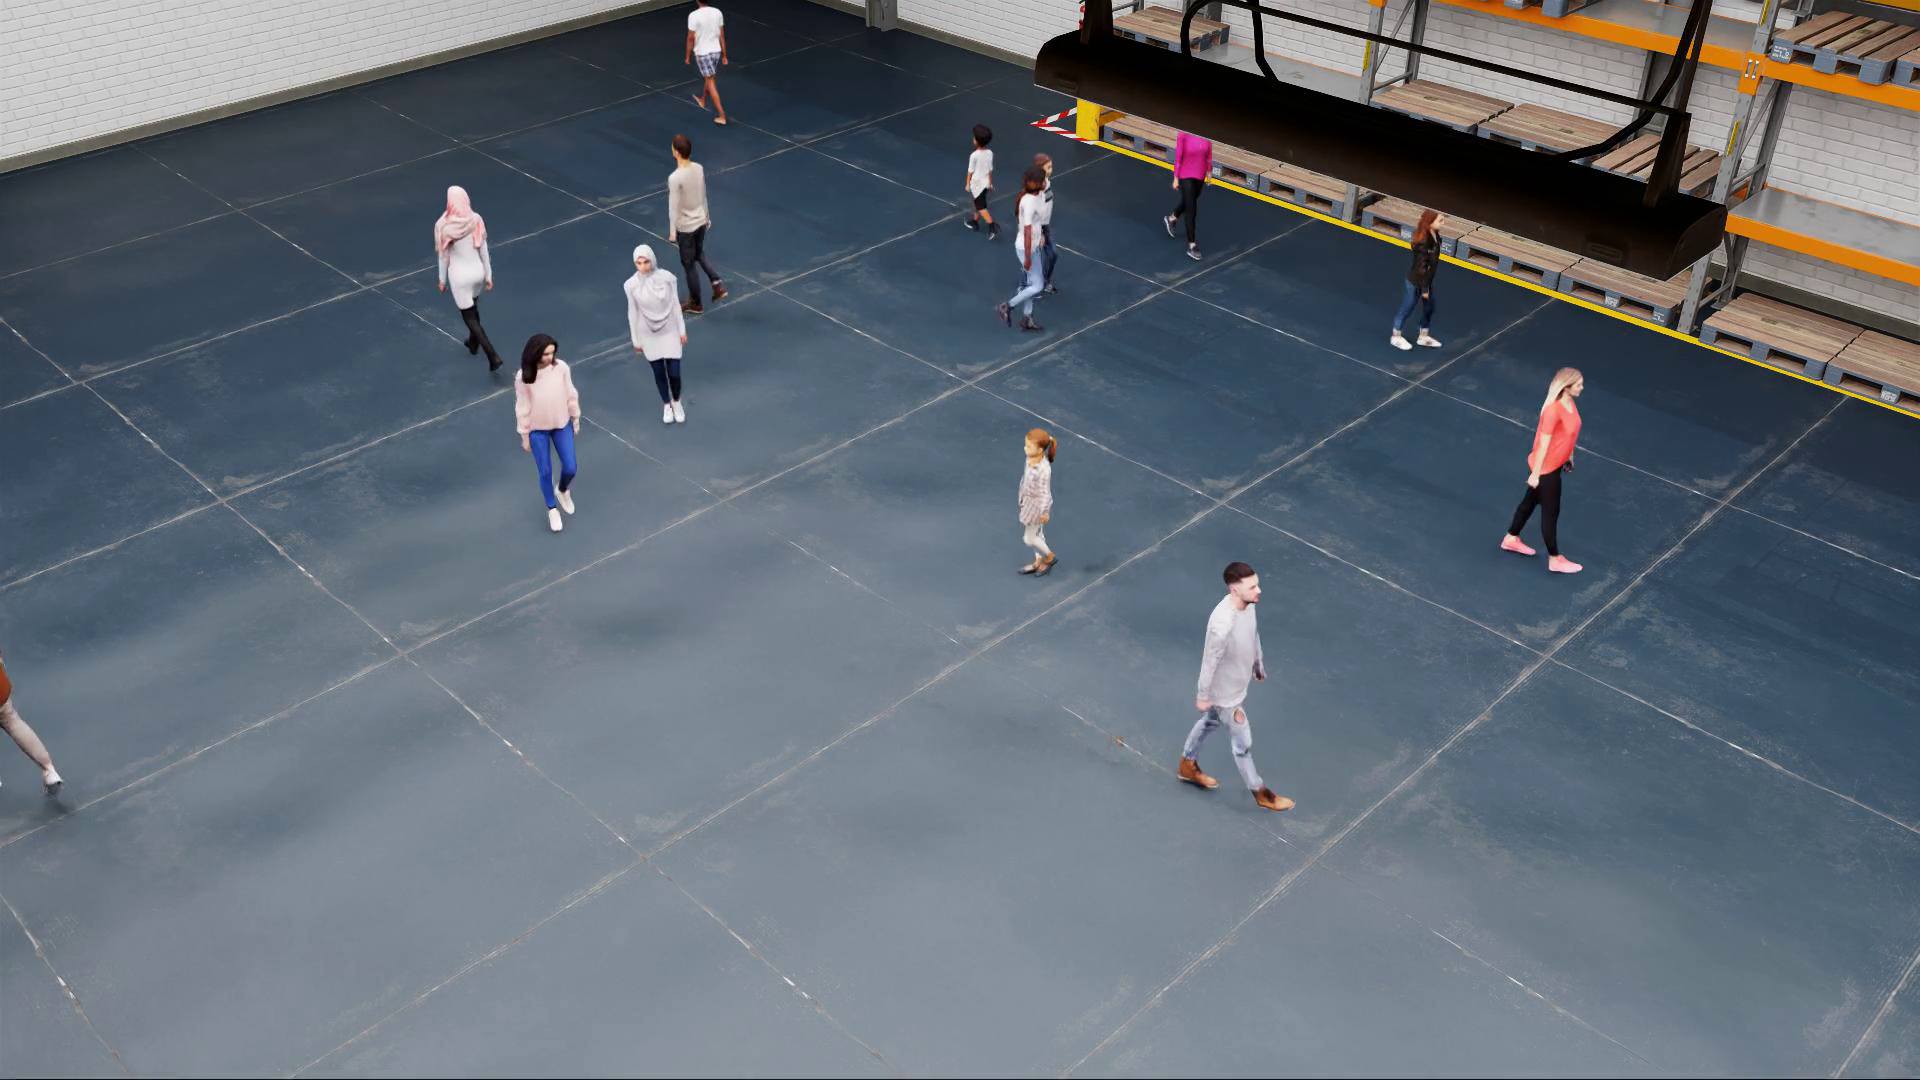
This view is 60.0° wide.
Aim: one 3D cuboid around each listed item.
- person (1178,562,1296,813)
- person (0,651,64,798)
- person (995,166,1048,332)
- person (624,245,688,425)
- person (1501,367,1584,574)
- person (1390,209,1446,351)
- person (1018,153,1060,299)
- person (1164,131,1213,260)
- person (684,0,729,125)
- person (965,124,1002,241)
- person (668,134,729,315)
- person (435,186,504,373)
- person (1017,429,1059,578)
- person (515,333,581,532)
[{"bbox_3d":[1.621,0.886,10.593,1.151,1.807,0.901,17,37,24],"label":"person"},{"bbox_3d":[-6.207,0.934,10.515,1.167,1.814,0.862,18,38,25],"label":"person"},{"bbox_3d":[0.602,-2.836,16.279,0.867,1.710,0.796,6,34,8],"label":"person"},{"bbox_3d":[-2.656,-1.843,14.748,0.763,1.752,0.809,-4,34,-6],"label":"person"},{"bbox_3d":[4.485,-0.589,12.931,0.957,1.675,0.743,20,39,27],"label":"person"},{"bbox_3d":[4.371,-2.532,16.043,0.724,1.465,0.620,24,40,31],"label":"person"},{"bbox_3d":[0.718,-3.217,17.003,0.679,1.544,0.617,19,38,26],"label":"person"},{"bbox_3d":[2.460,-3.943,17.983,0.830,1.667,1.169,-15,37,-22],"label":"person"},{"bbox_3d":[-3.189,-6.165,21.316,0.671,1.678,1.131,-26,42,-34],"label":"person"},{"bbox_3d":[0.259,-3.934,18.353,0.471,1.244,0.825,-28,43,-36],"label":"person"},{"bbox_3d":[-2.613,-3.102,16.548,0.877,1.857,0.786,15,36,21],"label":"person"},{"bbox_3d":[-4.584,-2.404,15.574,0.697,1.772,1.168,-25,41,-32],"label":"person"},{"bbox_3d":[0.659,-0.293,12.823,0.695,1.301,0.615,-8,34,-12],"label":"person"},{"bbox_3d":[-3.320,-0.919,13.360,0.781,1.749,0.786,-13,36,-19],"label":"person"}]
